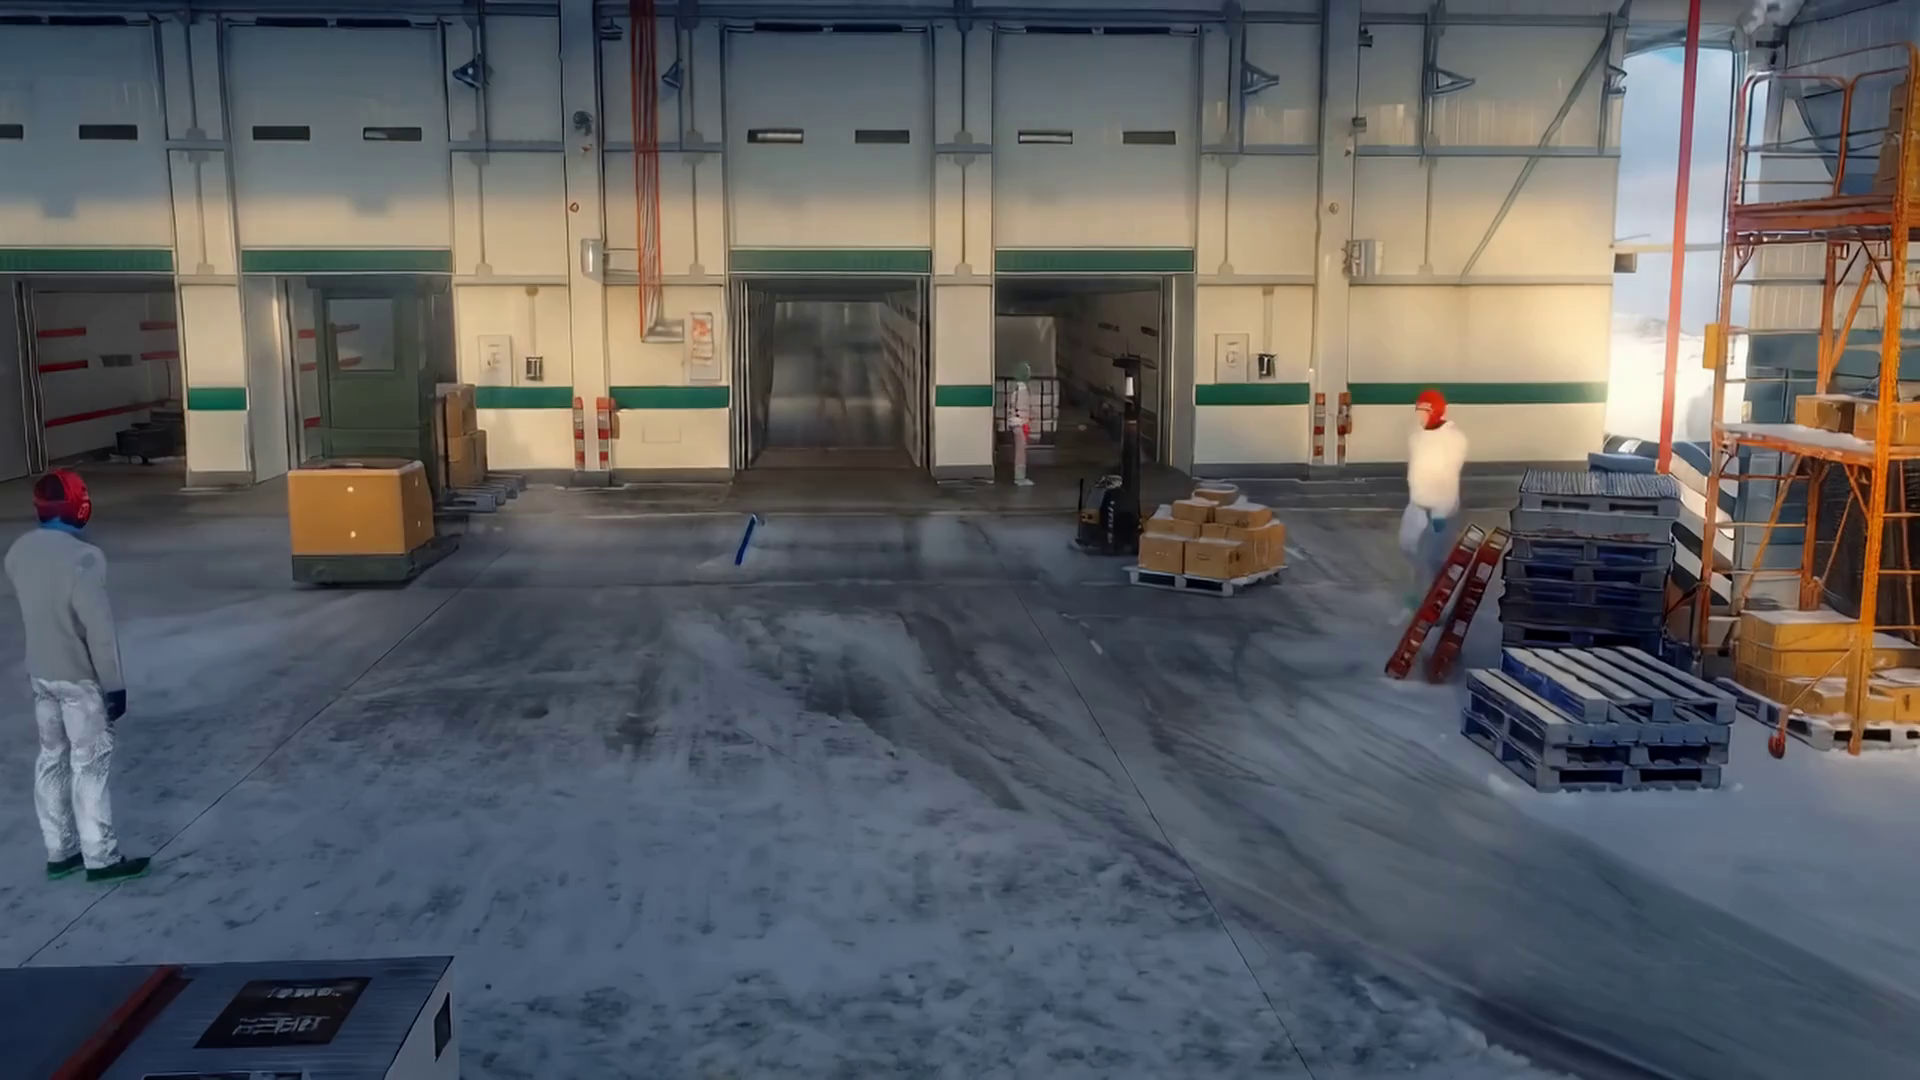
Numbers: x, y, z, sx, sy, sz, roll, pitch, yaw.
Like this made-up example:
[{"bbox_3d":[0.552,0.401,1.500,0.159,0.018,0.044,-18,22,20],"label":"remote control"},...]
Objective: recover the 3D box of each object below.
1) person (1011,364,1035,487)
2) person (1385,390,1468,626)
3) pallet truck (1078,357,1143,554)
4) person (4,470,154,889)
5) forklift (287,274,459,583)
[{"bbox_3d":[0.837,-1.532,22.253,0.309,1.639,0.514,0,9,-3],"label":"person"},{"bbox_3d":[3.710,-0.237,13.248,0.691,1.912,0.627,-6,11,-31],"label":"person"},{"bbox_3d":[2.088,-0.836,16.757,1.885,1.965,0.823,2,9,13],"label":"pallet truck"},{"bbox_3d":[-4.091,0.639,7.681,0.631,1.940,0.372,5,10,26],"label":"person"},{"bbox_3d":[-5.553,-1.098,15.644,1.129,2.768,1.873,-1,9,-4],"label":"forklift"}]
